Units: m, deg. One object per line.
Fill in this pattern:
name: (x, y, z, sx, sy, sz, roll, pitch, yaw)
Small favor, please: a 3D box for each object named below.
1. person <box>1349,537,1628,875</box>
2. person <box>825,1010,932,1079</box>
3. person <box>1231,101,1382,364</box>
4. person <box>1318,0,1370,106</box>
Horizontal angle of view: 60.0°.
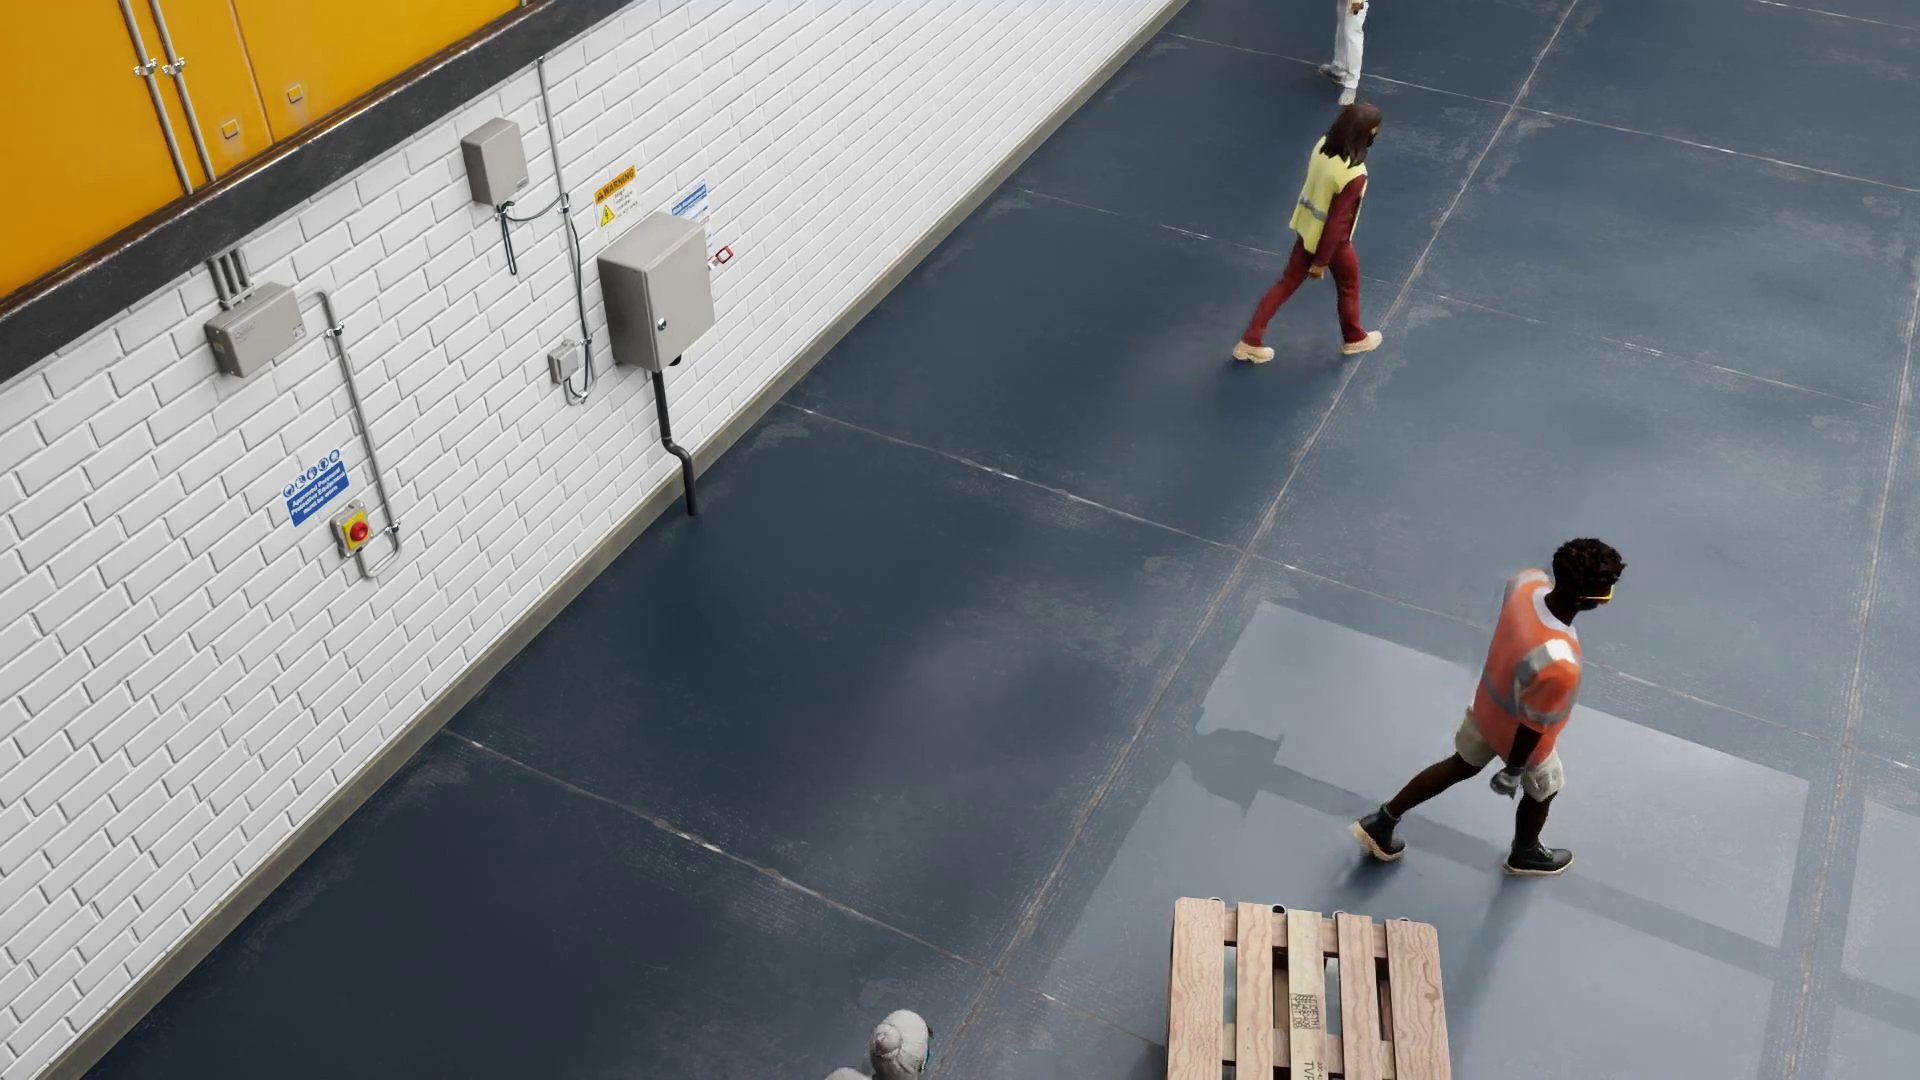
person: (2.195, 0.717, 6.741, 0.953, 1.922, 0.612, -3, 41, -4)
person: (-0.301, 2.148, 5.184, 0.520, 1.801, 0.845, 20, 45, 21)
person: (2.135, -1.780, 9.799, 0.980, 1.721, 0.469, -16, 43, -18)
person: (2.966, -4.256, 12.569, 0.351, 1.857, 0.729, -9, 42, -10)
